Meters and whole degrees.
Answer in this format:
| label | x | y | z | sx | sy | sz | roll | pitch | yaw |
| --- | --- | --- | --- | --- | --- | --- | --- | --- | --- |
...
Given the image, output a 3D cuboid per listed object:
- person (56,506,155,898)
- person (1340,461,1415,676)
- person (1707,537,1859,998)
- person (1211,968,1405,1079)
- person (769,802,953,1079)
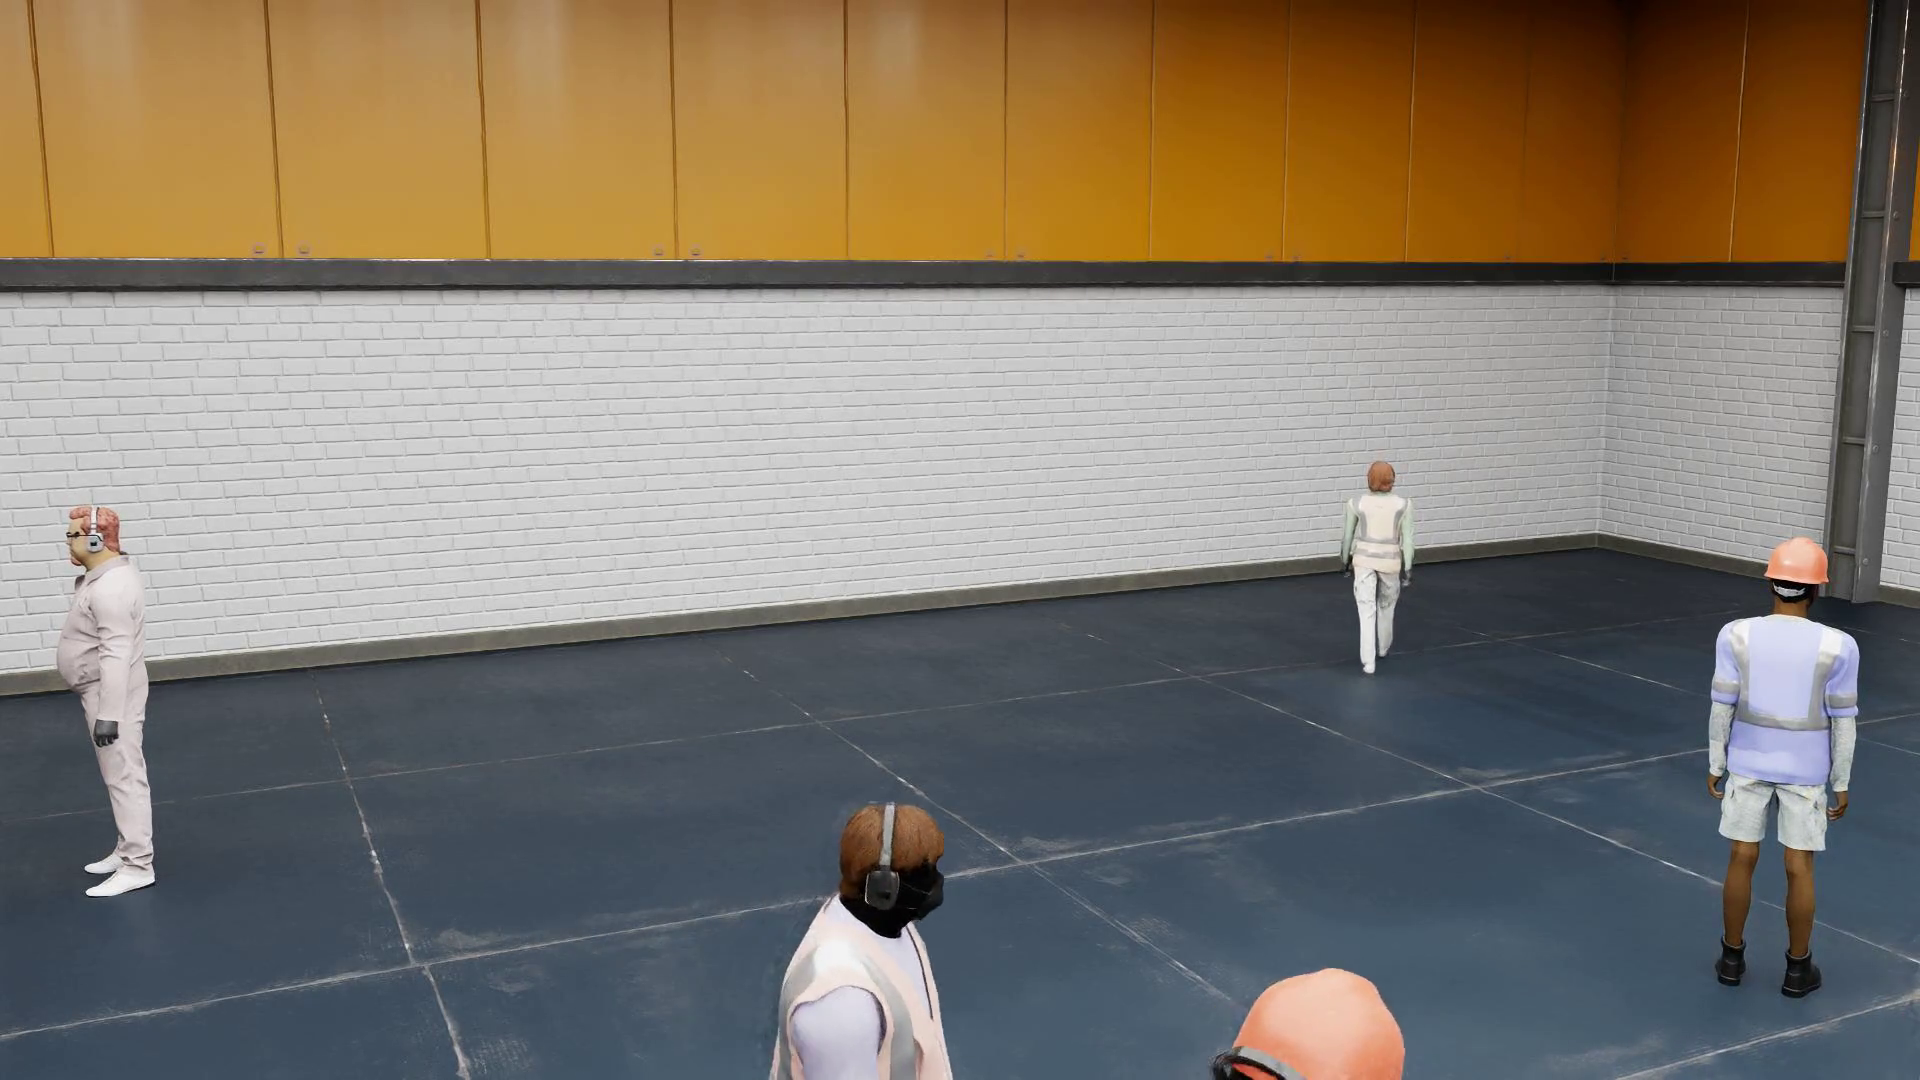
| label | x | y | z | sx | sy | sz | roll | pitch | yaw |
| --- | --- | --- | --- | --- | --- | --- | --- | --- | --- |
| person | -4.185 | 0.778 | 8.160 | 0.407 | 1.908 | 0.641 | -5 | 10 | -26 |
| person | 3.183 | 0.194 | 12.722 | 0.540 | 1.587 | 0.848 | 2 | 9 | 12 |
| person | 3.451 | 0.948 | 7.007 | 0.553 | 1.935 | 0.362 | 6 | 11 | 32 |
| person | 0.389 | 1.635 | 2.570 | 0.683 | 1.995 | 0.580 | 8 | 12 | 42 |
| person | -0.273 | 1.501 | 3.950 | 0.523 | 1.828 | 0.620 | 1 | 9 | 9 |
